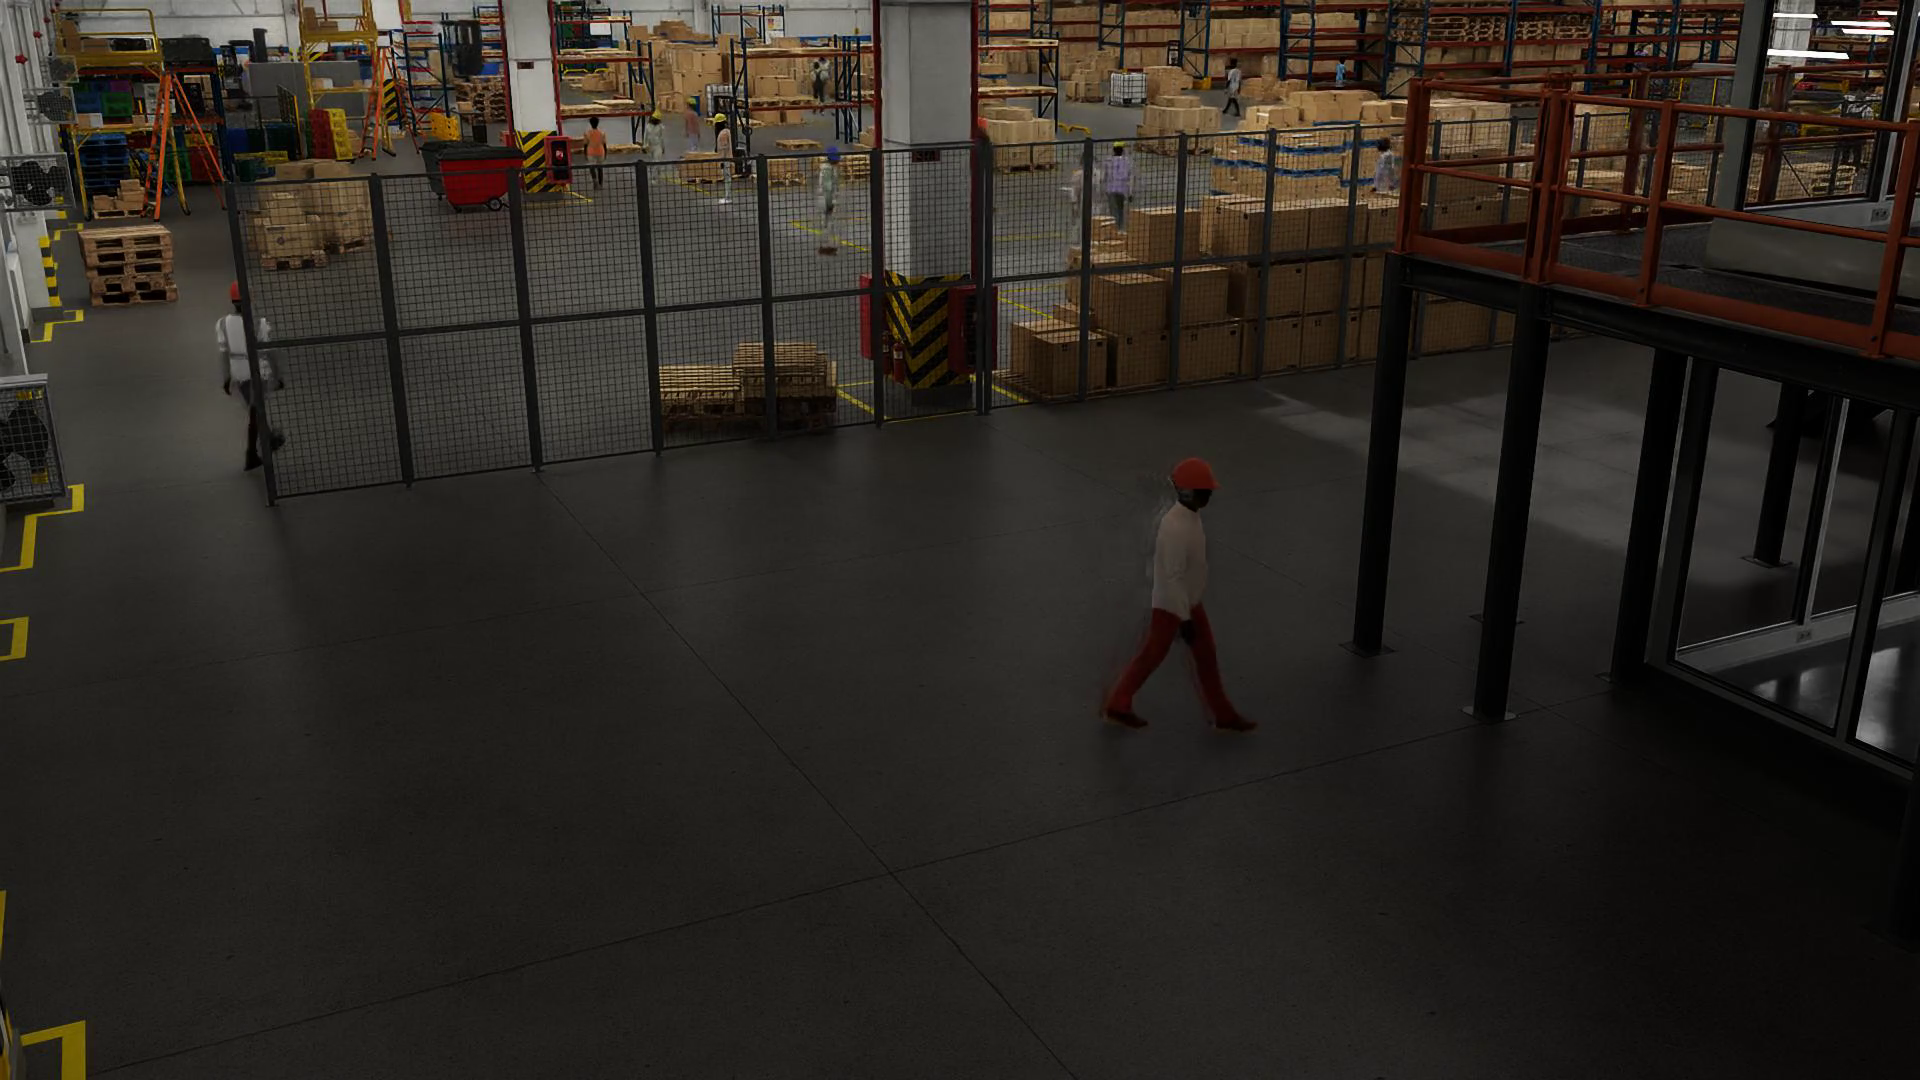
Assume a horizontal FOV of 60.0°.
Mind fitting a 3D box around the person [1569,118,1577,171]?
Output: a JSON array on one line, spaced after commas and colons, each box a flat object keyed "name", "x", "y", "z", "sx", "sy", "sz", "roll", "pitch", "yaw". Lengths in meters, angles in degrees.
[{"name": "person", "x": 13.940, "y": -9.114, "z": 38.379, "sx": 0.409, "sy": 2.035, "sz": 0.601, "roll": -2, "pitch": 19, "yaw": -6}]

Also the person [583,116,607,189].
[{"name": "person", "x": -8.346, "y": -8.864, "z": 38.159, "sx": 0.546, "sy": 1.684, "sz": 0.426, "roll": -6, "pitch": 20, "yaw": -17}]

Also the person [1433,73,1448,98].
[{"name": "person", "x": 14.436, "y": -13.157, "z": 50.308, "sx": 0.977, "sy": 1.882, "sz": 0.565, "roll": 18, "pitch": 26, "yaw": 41}]

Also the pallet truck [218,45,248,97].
[{"name": "pallet truck", "x": -28.879, "y": -18.665, "z": 66.111, "sx": 0.823, "sy": 1.965, "sz": 1.885, "roll": -3, "pitch": 19, "yaw": -9}]

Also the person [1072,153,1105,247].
[{"name": "person", "x": 2.231, "y": -5.791, "z": 28.980, "sx": 0.642, "sy": 1.886, "sz": 1.054, "roll": -6, "pitch": 20, "yaw": -17}]

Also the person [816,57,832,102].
[{"name": "person", "x": -5.202, "y": -17.604, "z": 63.213, "sx": 0.602, "sy": 1.891, "sz": 0.881, "roll": -8, "pitch": 20, "yaw": -21}]

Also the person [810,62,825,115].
[{"name": "person", "x": -4.935, "y": -15.664, "z": 57.726, "sx": 0.522, "sy": 1.804, "sz": 0.934, "roll": -4, "pitch": 19, "yaw": -12}]

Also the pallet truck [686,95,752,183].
[{"name": "pallet truck", "x": -5.836, "y": -9.608, "z": 39.856, "sx": 0.823, "sy": 1.965, "sz": 1.885, "roll": 10, "pitch": 22, "yaw": 27}]

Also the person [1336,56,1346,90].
[{"name": "person", "x": 14.444, "y": -17.467, "z": 63.089, "sx": 0.318, "sy": 1.698, "sz": 0.535, "roll": -6, "pitch": 20, "yaw": -17}]

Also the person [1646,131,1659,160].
[{"name": "person", "x": 13.863, "y": -7.269, "z": 33.353, "sx": 0.971, "sy": 1.822, "sz": 0.517, "roll": 2, "pitch": 19, "yaw": 7}]

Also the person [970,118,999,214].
[{"name": "person", "x": 0.400, "y": -7.861, "z": 34.870, "sx": 0.993, "sy": 1.958, "sz": 0.617, "roll": 12, "pitch": 23, "yaw": 32}]

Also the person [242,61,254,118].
[{"name": "person", "x": -24.255, "y": -15.467, "z": 57.048, "sx": 0.548, "sy": 1.879, "sz": 0.981, "roll": -4, "pitch": 19, "yaw": -11}]

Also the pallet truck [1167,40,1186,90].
[{"name": "pallet truck", "x": 9.045, "y": -19.971, "z": 69.895, "sx": 0.823, "sy": 1.965, "sz": 1.885, "roll": -3, "pitch": 19, "yaw": -8}]

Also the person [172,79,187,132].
[{"name": "person", "x": -24.268, "y": -13.460, "z": 51.575, "sx": 0.515, "sy": 1.631, "sz": 0.313, "roll": 0, "pitch": 19, "yaw": 1}]

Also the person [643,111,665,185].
[{"name": "person", "x": -7.240, "y": -9.357, "z": 39.584, "sx": 0.514, "sy": 1.688, "sz": 0.817, "roll": 3, "pitch": 19, "yaw": 8}]

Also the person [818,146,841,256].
[{"name": "person", "x": -2.343, "y": -6.055, "z": 29.684, "sx": 0.446, "sy": 1.924, "sz": 0.798, "roll": -3, "pitch": 19, "yaw": -8}]

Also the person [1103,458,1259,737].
[{"name": "person", "x": 1.448, "y": 0.389, "z": 10.971, "sx": 1.042, "sy": 1.941, "sz": 0.646, "roll": 8, "pitch": 20, "yaw": 21}]

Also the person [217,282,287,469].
[{"name": "person", "x": -7.314, "y": -1.740, "z": 17.221, "sx": 0.564, "sy": 1.884, "sz": 0.981, "roll": 1, "pitch": 19, "yaw": 4}]

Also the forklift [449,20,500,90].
[{"name": "forklift", "x": -20.149, "y": -20.058, "z": 68.815, "sx": 1.129, "sy": 2.768, "sz": 1.873, "roll": 14, "pitch": 23, "yaw": 35}]

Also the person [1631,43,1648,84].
[{"name": "person", "x": 27.914, "y": -19.420, "z": 68.390, "sx": 0.635, "sy": 1.934, "sz": 0.350, "roll": 4, "pitch": 19, "yaw": 10}]

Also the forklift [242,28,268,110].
[{"name": "forklift", "x": -24.981, "y": -16.906, "z": 59.677, "sx": 1.873, "sy": 2.768, "sz": 1.129, "roll": -9, "pitch": 21, "yaw": -25}]

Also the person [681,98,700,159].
[{"name": "person", "x": -6.889, "y": -10.446, "z": 42.651, "sx": 0.643, "sy": 1.750, "sz": 0.535, "roll": -13, "pitch": 23, "yaw": -32}]

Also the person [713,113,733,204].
[{"name": "person", "x": -5.131, "y": -8.283, "z": 36.135, "sx": 0.377, "sy": 1.918, "sz": 0.585, "roll": -1, "pitch": 19, "yaw": -3}]

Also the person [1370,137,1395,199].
[{"name": "person", "x": 8.167, "y": -6.875, "z": 32.191, "sx": 0.441, "sy": 1.825, "sz": 0.648, "roll": 7, "pitch": 20, "yaw": 19}]

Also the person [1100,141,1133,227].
[{"name": "person", "x": 2.903, "y": -6.570, "z": 31.222, "sx": 0.597, "sy": 1.876, "sz": 0.997, "roll": -3, "pitch": 19, "yaw": -8}]

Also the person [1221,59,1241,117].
[{"name": "person", "x": 9.328, "y": -15.535, "z": 57.157, "sx": 0.987, "sy": 1.909, "sz": 0.627, "roll": 16, "pitch": 25, "yaw": 39}]
